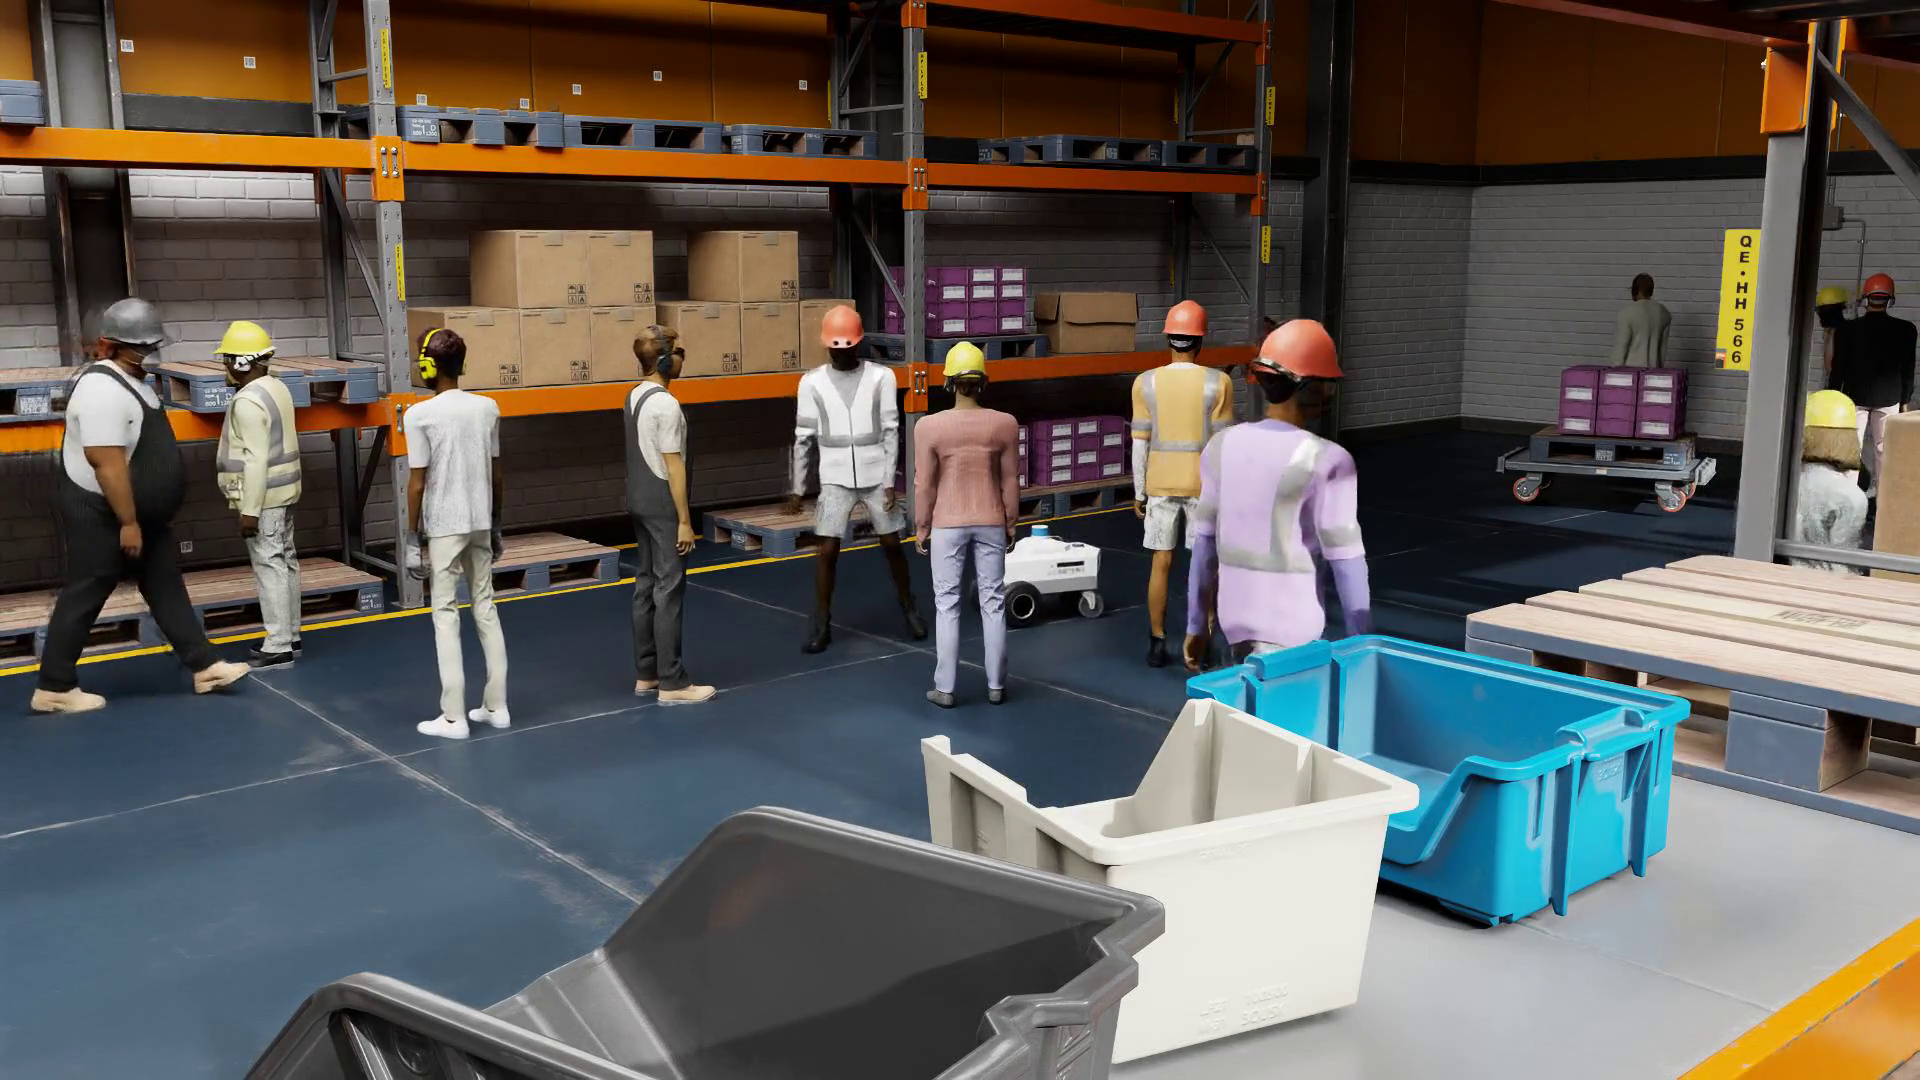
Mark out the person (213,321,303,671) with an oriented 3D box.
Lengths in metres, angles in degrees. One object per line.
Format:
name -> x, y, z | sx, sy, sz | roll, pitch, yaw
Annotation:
person -> -3.683, -0.229, 8.749 | 0.404, 1.835, 0.588 | -1, 10, -7

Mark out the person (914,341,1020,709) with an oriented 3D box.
person -> 0.031, -0.065, 8.017 | 0.525, 1.772, 0.309 | -2, 10, -12

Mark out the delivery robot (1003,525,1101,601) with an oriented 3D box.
delivery robot -> 0.476, 0.154, 9.927 | 0.707, 0.478, 0.477 | -4, 11, -24

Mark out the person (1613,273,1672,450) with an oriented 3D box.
person -> 6.804, -1.699, 16.695 | 0.634, 1.939, 0.365 | -4, 11, -21

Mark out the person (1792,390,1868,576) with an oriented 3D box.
person -> 3.072, 0.291, 6.226 | 0.813, 1.702, 0.520 | -5, 11, -24

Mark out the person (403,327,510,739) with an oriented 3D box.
person -> -2.289, -0.027, 7.558 | 0.318, 1.862, 0.514 | 8, 13, 38

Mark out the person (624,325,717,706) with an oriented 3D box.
person -> -1.440, -0.116, 8.090 | 0.341, 1.845, 0.511 | -7, 12, -35

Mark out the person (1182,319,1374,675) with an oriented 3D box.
person -> 1.098, 0.266, 5.561 | 1.062, 1.980, 0.632 | -6, 12, -32

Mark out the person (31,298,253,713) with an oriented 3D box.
person -> -3.980, -0.186, 7.931 | 1.030, 2.000, 0.714 | -2, 10, -11

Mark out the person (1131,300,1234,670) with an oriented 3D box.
person -> 1.172, -0.281, 8.749 | 0.542, 1.939, 0.364 | 3, 10, 15

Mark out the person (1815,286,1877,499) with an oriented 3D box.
person -> 7.687, -1.269, 14.514 | 1.051, 1.863, 0.613 | 3, 11, 16

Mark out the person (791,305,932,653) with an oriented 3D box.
person -> -0.540, -0.339, 9.188 | 0.790, 1.904, 0.585 | 0, 10, -3

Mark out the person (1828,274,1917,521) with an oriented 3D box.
person -> 7.239, -1.113, 13.248 | 0.613, 1.995, 0.391 | 3, 11, 17
